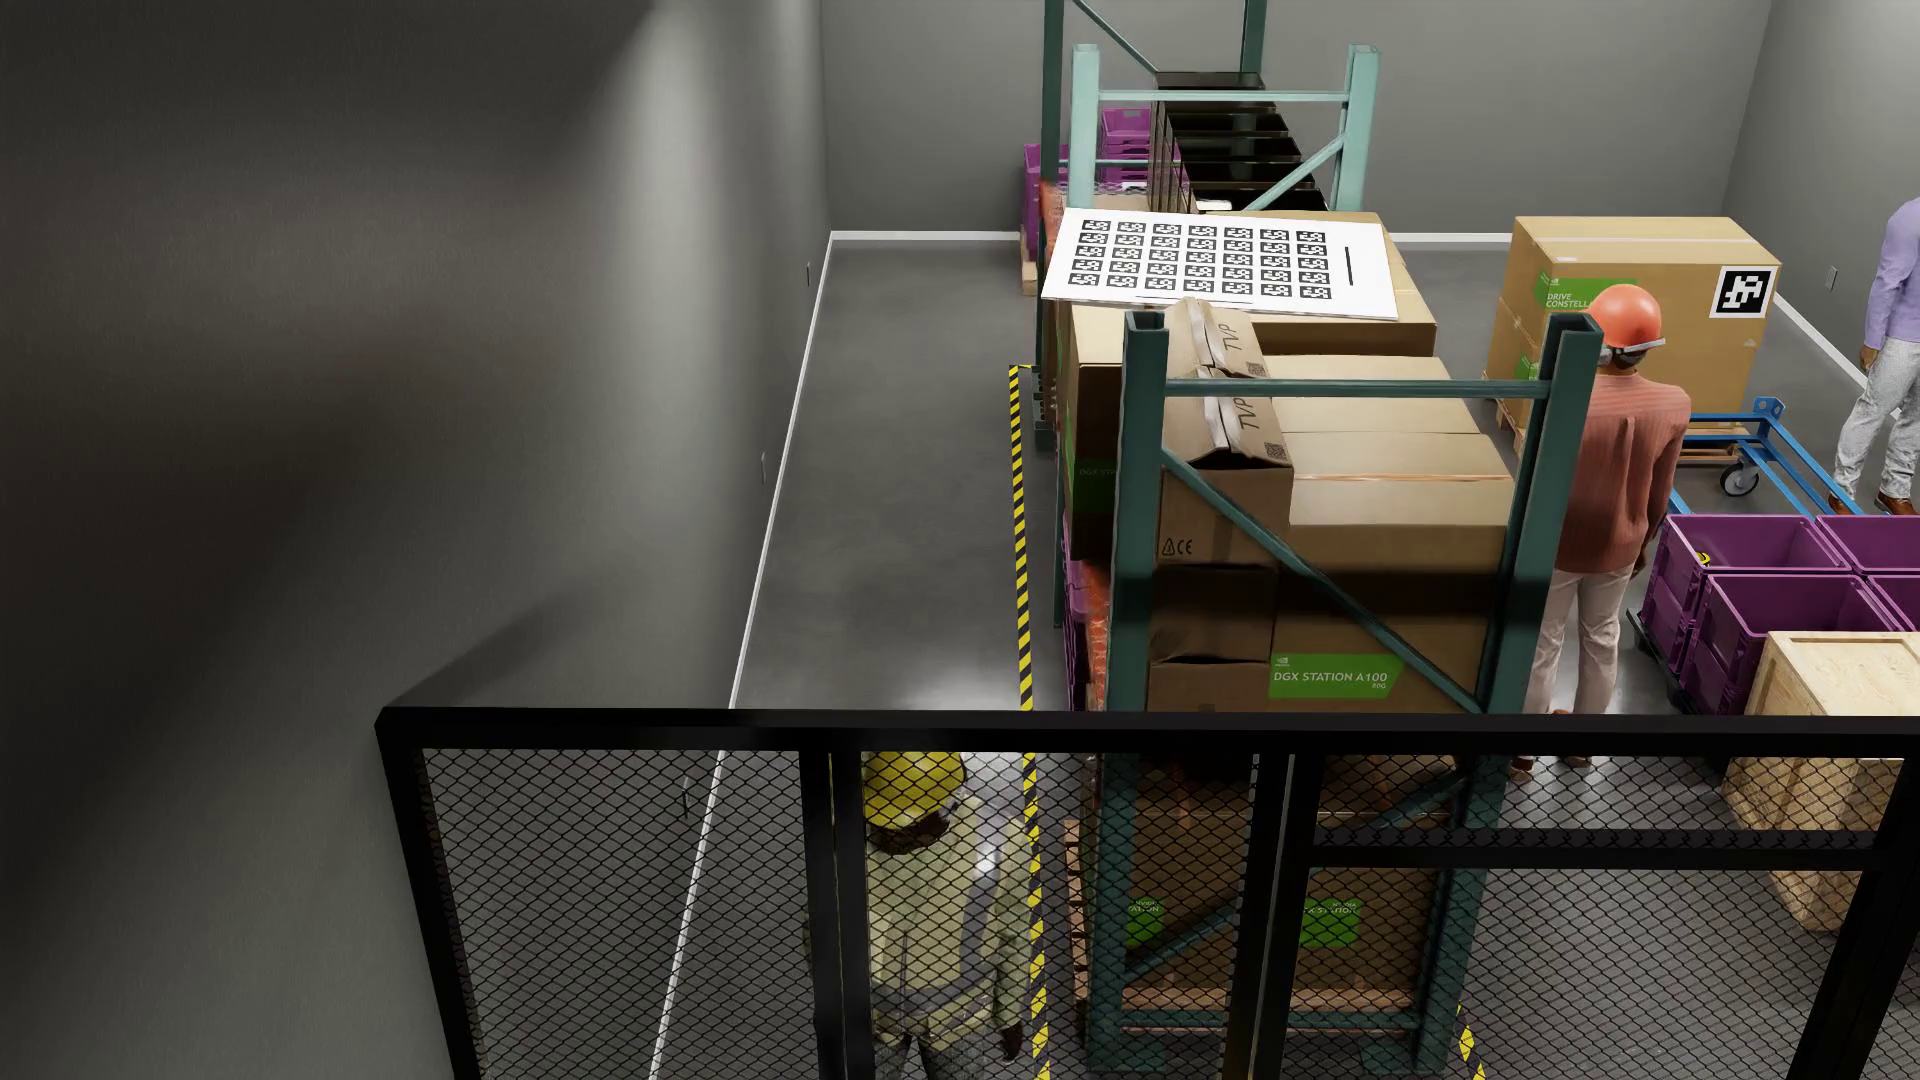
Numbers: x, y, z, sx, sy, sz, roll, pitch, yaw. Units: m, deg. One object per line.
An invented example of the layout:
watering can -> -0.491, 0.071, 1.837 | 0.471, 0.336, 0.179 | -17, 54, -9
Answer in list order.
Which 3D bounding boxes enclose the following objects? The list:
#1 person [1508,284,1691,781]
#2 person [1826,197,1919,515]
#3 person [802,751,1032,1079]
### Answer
person -> 2.290, 0.002, 6.157 | 0.613, 1.995, 0.386 | -6, 32, -10
person -> 4.527, -0.945, 7.785 | 0.630, 1.940, 0.372 | -1, 31, -2
person -> -0.117, 1.194, 4.340 | 0.587, 1.826, 0.404 | 3, 31, 6
